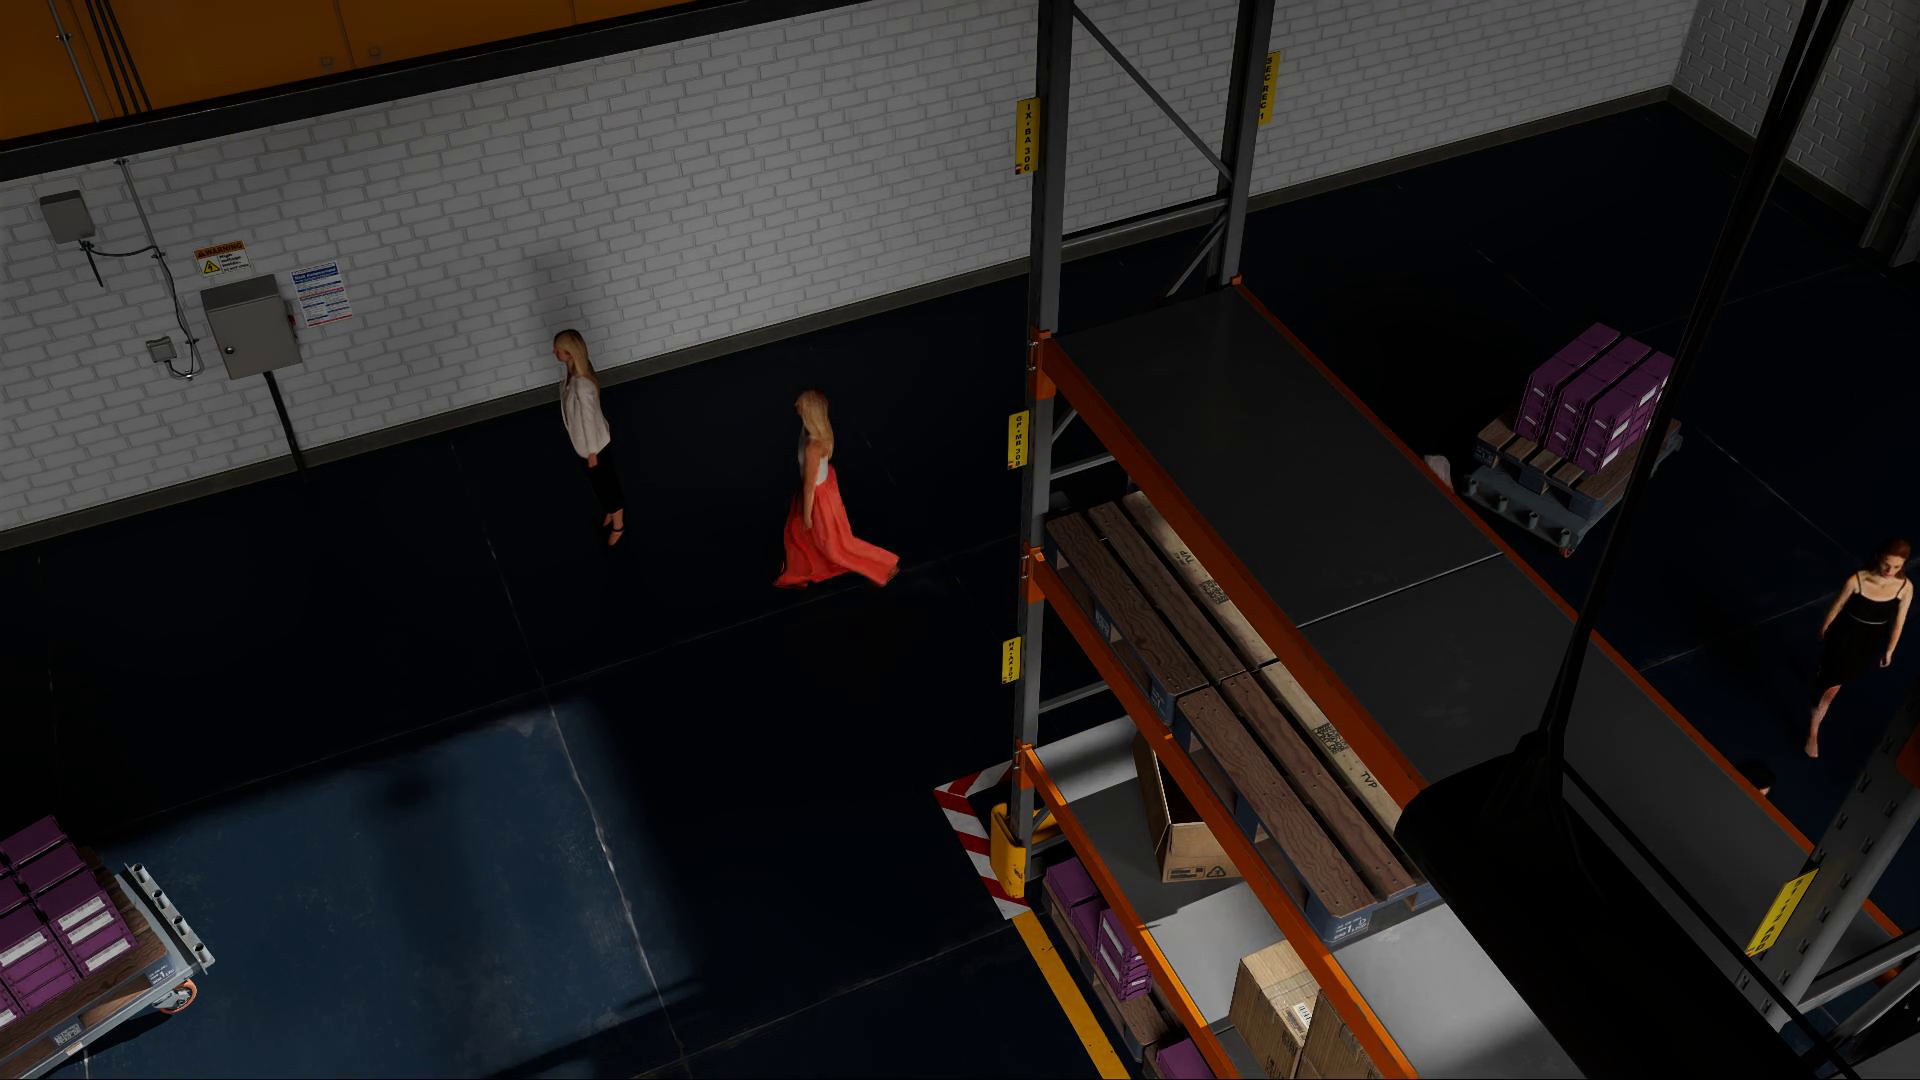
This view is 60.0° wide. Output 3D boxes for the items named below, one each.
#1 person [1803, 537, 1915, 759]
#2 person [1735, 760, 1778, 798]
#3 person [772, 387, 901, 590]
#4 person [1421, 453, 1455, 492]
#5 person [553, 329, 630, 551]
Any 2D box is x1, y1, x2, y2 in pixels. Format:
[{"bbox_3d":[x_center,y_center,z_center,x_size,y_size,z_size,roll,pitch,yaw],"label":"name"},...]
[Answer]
[{"bbox_3d":[5.629,0.561,10.459,0.979,1.595,1.106,7,44,7],"label":"person"},{"bbox_3d":[4.346,1.682,9.561,0.578,1.209,0.806,-26,49,-25],"label":"person"},{"bbox_3d":[-0.852,-0.282,11.215,1.023,1.773,1.169,1,44,1],"label":"person"},{"bbox_3d":[3.026,0.141,10.809,1.152,1.720,0.980,24,48,23],"label":"person"},{"bbox_3d":[-2.569,-0.698,11.589,0.666,1.858,0.466,-15,46,-15],"label":"person"}]
